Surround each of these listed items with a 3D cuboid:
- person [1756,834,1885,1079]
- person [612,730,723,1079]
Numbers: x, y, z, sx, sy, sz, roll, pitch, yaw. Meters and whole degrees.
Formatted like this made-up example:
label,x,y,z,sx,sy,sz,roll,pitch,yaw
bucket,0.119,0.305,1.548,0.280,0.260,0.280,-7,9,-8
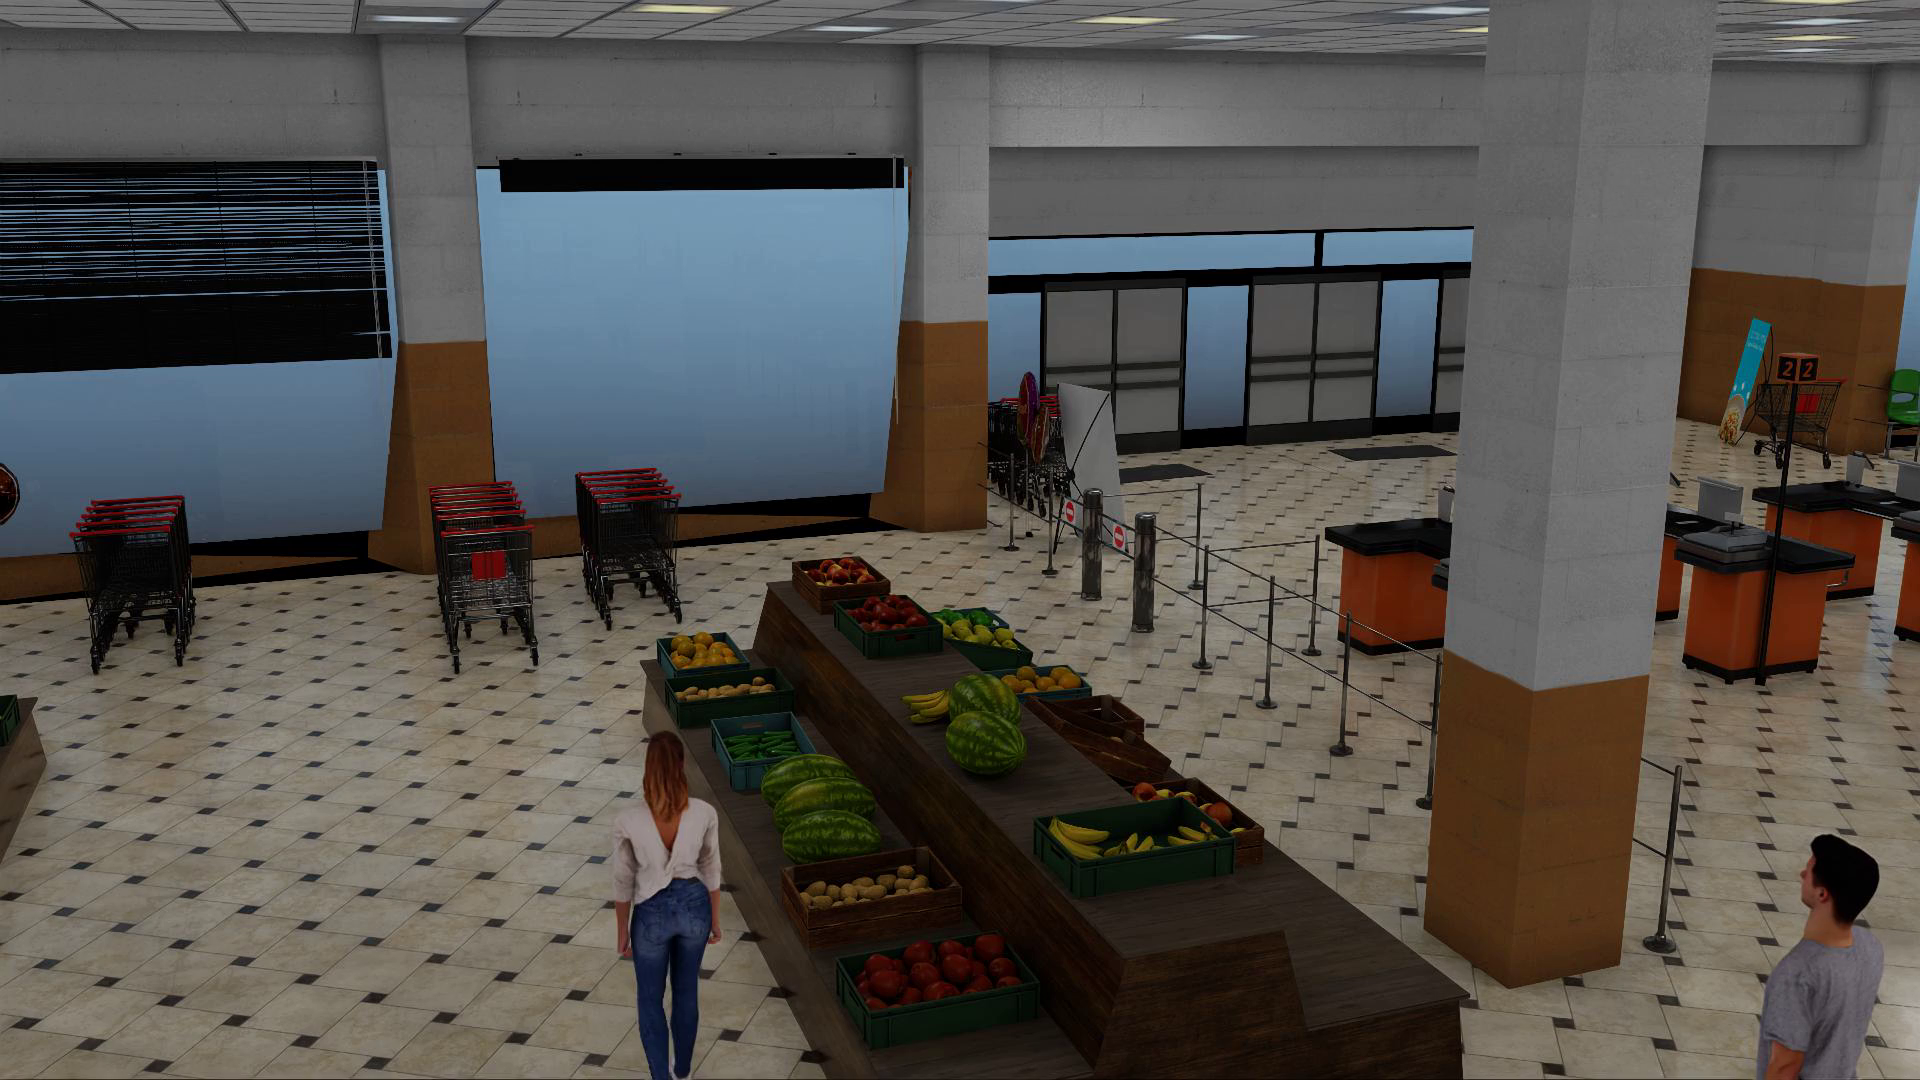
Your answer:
label,x,y,z,sx,sy,sz,roll,pitch,yaw
person,2.854,1.892,5.587,0.724,1.890,0.656,-9,16,-33
person,-1.208,1.649,6.982,0.655,1.703,0.948,-4,14,-14
